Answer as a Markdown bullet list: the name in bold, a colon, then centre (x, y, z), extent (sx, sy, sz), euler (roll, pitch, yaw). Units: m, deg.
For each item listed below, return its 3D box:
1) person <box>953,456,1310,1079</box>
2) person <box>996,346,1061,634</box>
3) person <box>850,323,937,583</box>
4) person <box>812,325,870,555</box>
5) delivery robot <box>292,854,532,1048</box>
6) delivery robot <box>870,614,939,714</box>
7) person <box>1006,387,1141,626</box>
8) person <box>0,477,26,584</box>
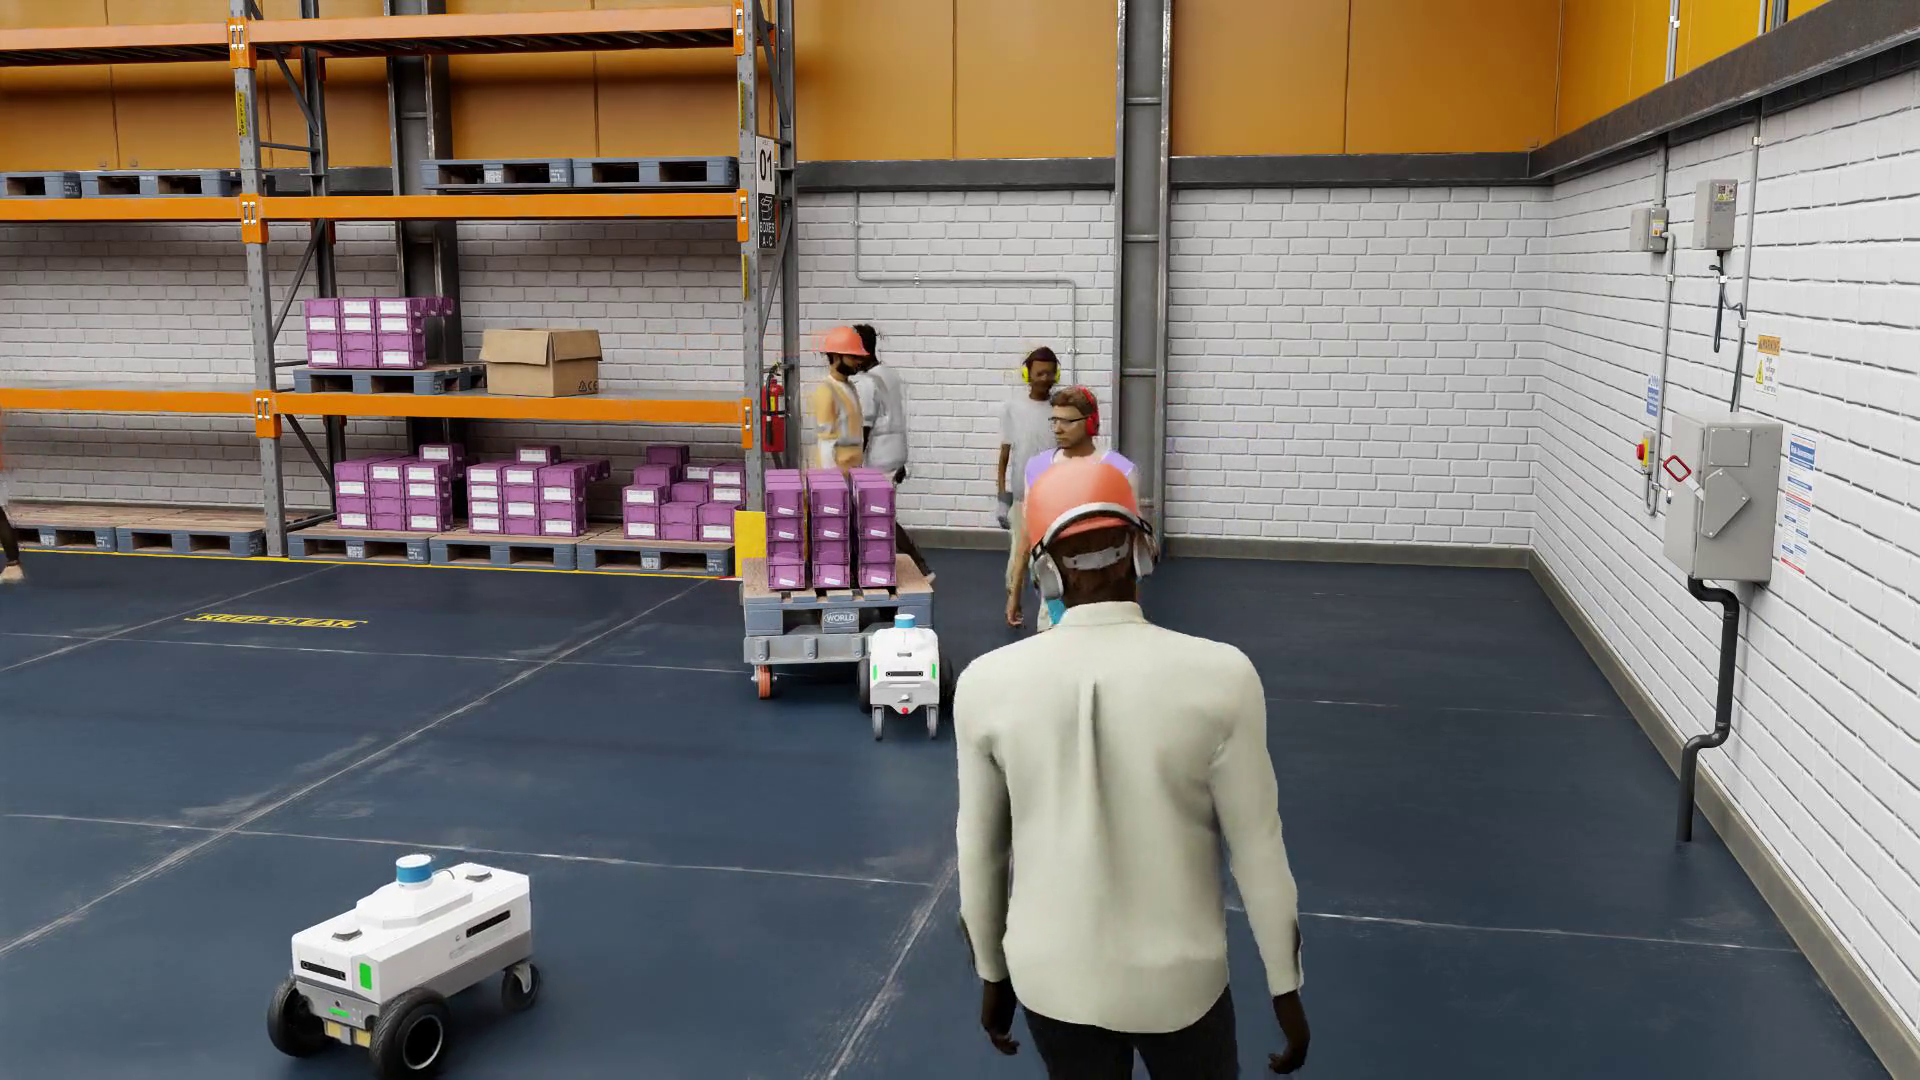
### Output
- **person**: centre (0.318, 0.830, 3.170), extent (0.695, 1.952, 0.565), euler (3, 10, 18)
- **person**: centre (0.457, -0.280, 10.236), extent (0.524, 1.833, 0.902), euler (-1, 9, -6)
- **person**: centre (-0.491, -0.568, 11.706), extent (0.754, 1.919, 0.624), euler (2, 10, 13)
- **person**: centre (-0.755, -0.435, 10.863), extent (0.410, 1.921, 0.555), euler (3, 10, 17)
- **delivery robot**: centre (-1.616, 1.183, 4.962), extent (0.477, 0.478, 0.707), euler (5, 11, 28)
- **delivery robot**: centre (-0.277, 0.618, 8.368), extent (0.477, 0.478, 0.707), euler (0, 9, -2)
- **person**: centre (0.518, 0.213, 7.387), extent (0.585, 1.797, 0.981), euler (8, 12, 40)
- **person**: centre (-7.212, -0.482, 11.968), extent (0.876, 1.651, 0.547), euler (1, 9, 5)
